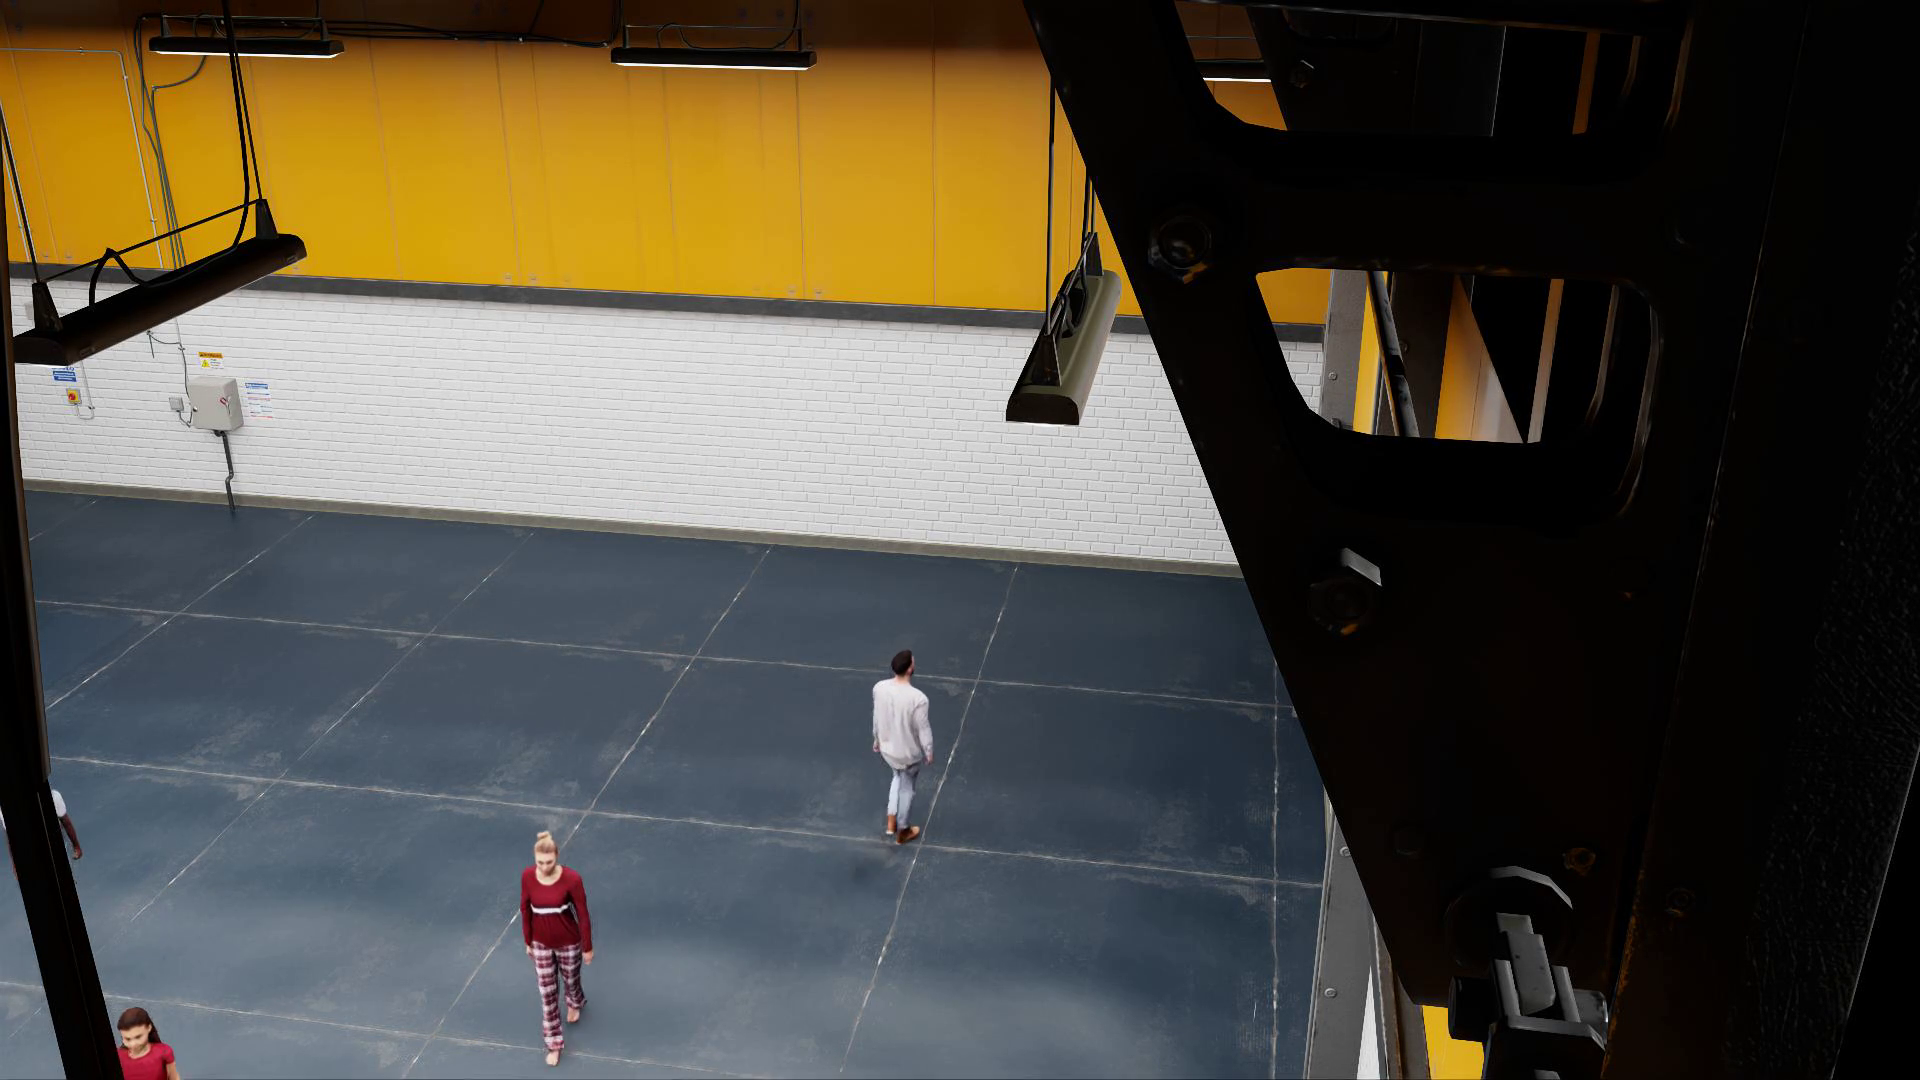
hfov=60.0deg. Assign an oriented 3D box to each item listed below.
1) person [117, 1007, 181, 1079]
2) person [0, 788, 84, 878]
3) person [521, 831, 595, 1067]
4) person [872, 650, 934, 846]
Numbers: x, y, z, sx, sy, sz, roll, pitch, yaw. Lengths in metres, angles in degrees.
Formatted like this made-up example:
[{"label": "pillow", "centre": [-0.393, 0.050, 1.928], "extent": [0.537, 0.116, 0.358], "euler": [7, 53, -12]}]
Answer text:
[{"label": "person", "centre": [-5.014, 3.511, 10.329], "extent": [0.845, 1.491, 1.161], "euler": [-6, 24, -14]}, {"label": "person", "centre": [-6.883, 2.452, 12.514], "extent": [1.001, 1.681, 1.215], "euler": [-9, 25, -19]}, {"label": "person", "centre": [-2.828, 2.790, 11.751], "extent": [0.773, 1.673, 0.966], "euler": [-1, 24, -3]}, {"label": "person", "centre": [-0.528, 1.768, 13.899], "extent": [0.795, 1.825, 0.779], "euler": [14, 27, 29]}]
